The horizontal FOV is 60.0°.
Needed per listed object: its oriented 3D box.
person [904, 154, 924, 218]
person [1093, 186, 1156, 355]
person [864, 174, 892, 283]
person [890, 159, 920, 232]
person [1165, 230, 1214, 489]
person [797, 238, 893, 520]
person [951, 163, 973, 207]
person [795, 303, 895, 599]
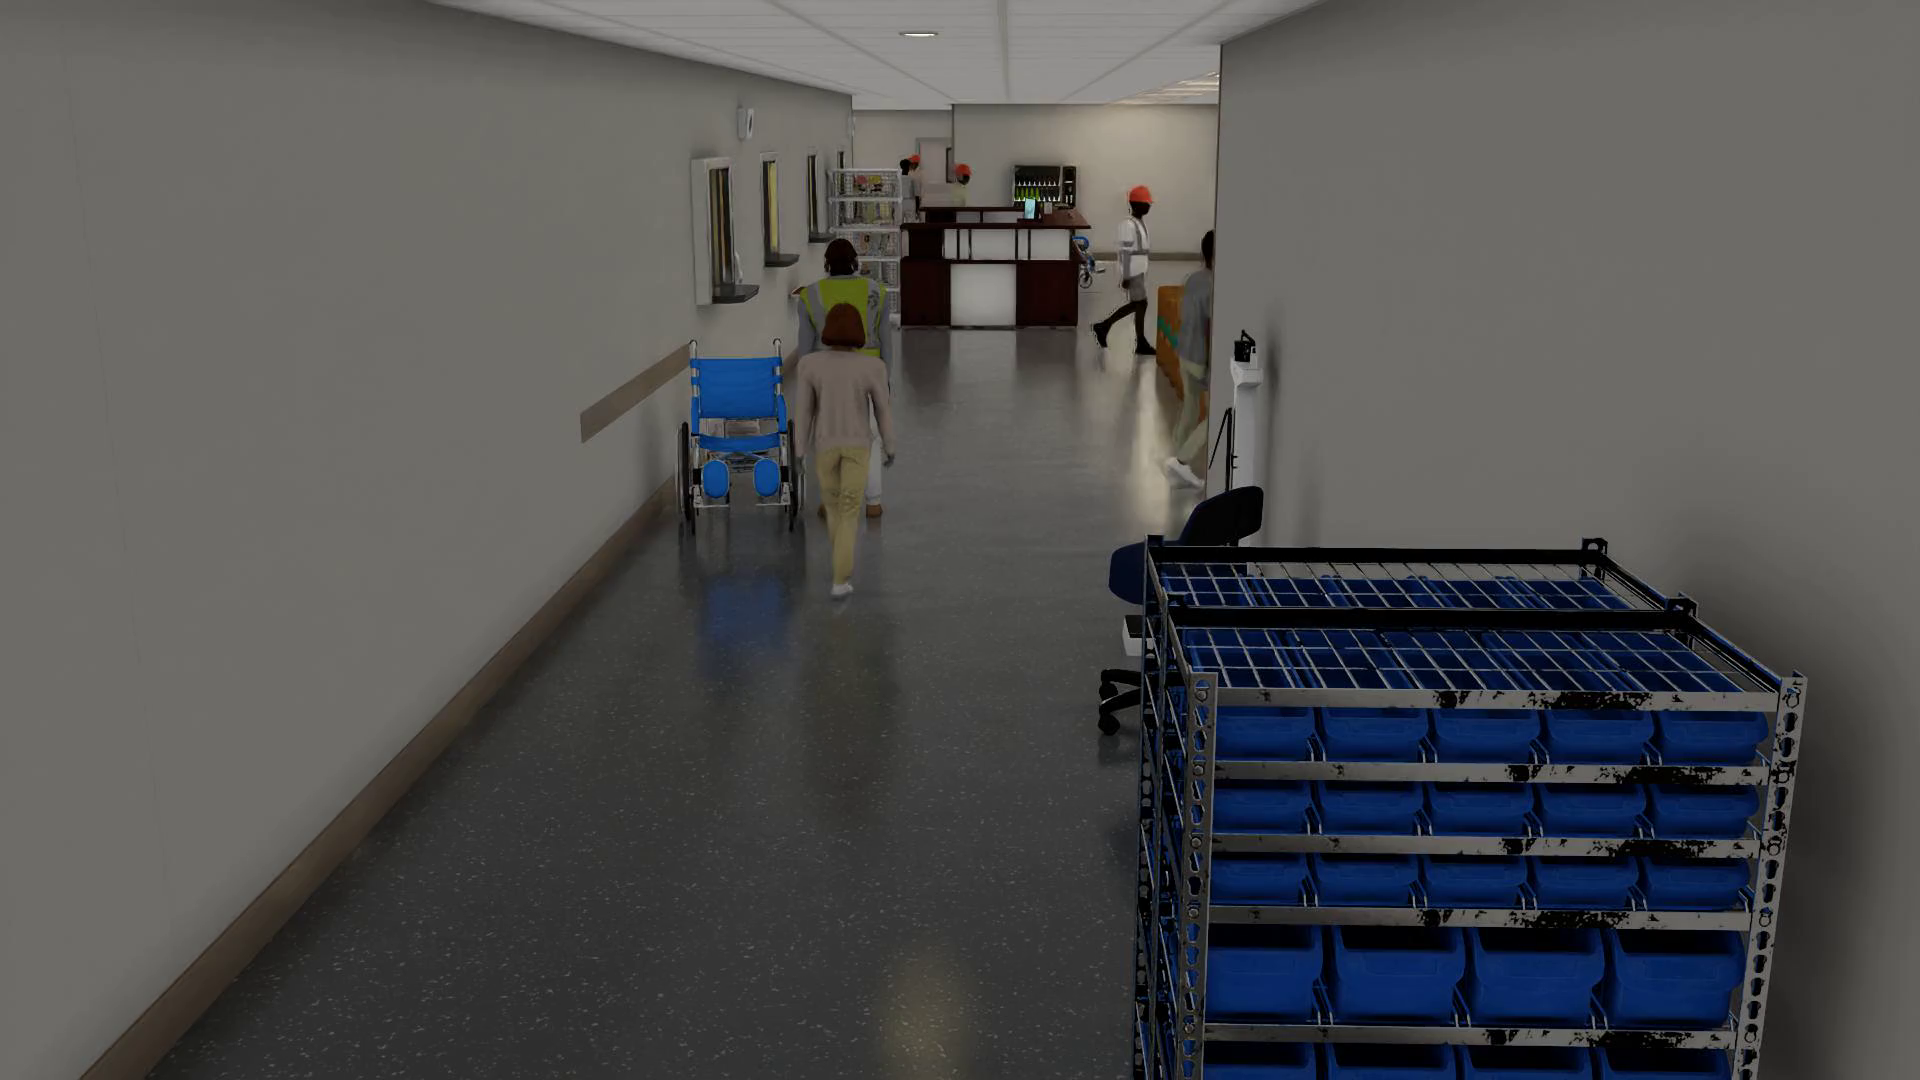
[{"bbox_3d":[-1.214,-8.327,40.185,0.636,1.962,0.701,-9,16,-32],"label":"person"},{"bbox_3d":[1.922,-3.081,19.016,0.799,1.916,0.547,6,15,22],"label":"person"},{"bbox_3d":[-1.348,-5.043,27.164,0.406,1.821,0.600,10,17,36],"label":"person"},{"bbox_3d":[-1.094,-6.571,33.049,0.613,1.963,0.361,1,14,4],"label":"person"},{"bbox_3d":[1.706,-1.254,11.739,0.432,1.844,0.517,-5,15,-20],"label":"person"},{"bbox_3d":[-0.749,-1.039,10.874,0.619,1.838,0.430,-2,14,-9],"label":"person"},{"bbox_3d":[-0.022,-5.290,27.822,0.534,1.977,0.621,4,14,16],"label":"person"},{"bbox_3d":[-0.623,-0.520,9.252,0.528,1.583,0.852,2,14,9],"label":"person"}]
